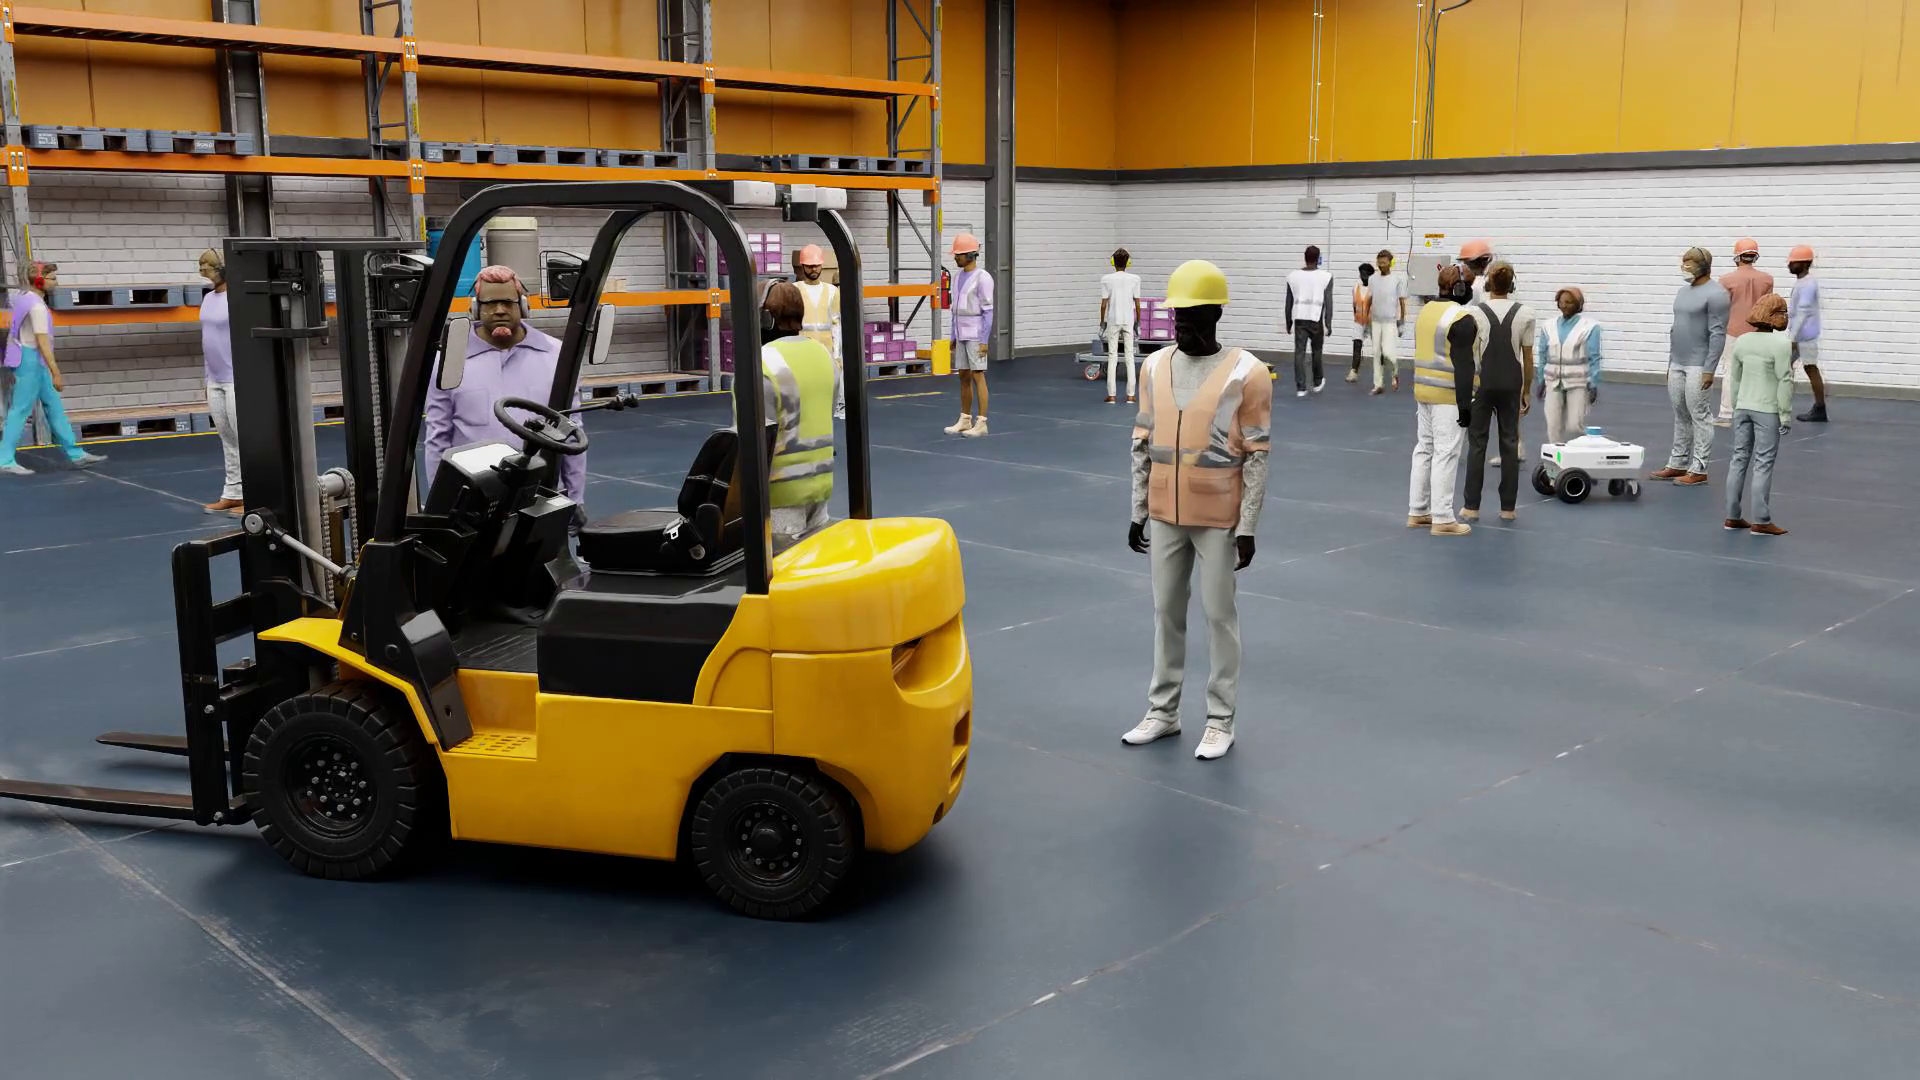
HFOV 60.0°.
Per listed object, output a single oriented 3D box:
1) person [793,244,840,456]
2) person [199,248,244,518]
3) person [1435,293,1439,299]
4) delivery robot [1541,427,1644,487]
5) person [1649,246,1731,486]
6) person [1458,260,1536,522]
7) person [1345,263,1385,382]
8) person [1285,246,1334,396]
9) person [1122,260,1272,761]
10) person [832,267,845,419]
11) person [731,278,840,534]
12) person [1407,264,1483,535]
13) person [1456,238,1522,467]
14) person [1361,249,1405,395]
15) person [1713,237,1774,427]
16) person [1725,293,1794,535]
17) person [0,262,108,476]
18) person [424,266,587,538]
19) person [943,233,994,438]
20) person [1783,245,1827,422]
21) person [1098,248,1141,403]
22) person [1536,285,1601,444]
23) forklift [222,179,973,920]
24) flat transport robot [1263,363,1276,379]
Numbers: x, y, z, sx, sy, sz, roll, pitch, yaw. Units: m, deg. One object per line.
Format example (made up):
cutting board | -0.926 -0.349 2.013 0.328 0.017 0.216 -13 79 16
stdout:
person | -1.348 -1.724 15.228 0.544 1.939 0.354 -4 11 -21
person | -5.247 -1.125 11.974 0.627 1.933 0.371 8 13 37
person | 6.181 -2.585 20.911 0.864 1.598 0.499 -9 14 -40
delivery robot | 4.846 -0.624 12.743 0.707 0.478 0.477 -1 10 -4
person | 5.945 -1.405 13.500 0.373 1.935 0.628 -2 11 -9
person | 3.776 -1.041 11.754 0.507 1.846 0.345 2 11 9
person | 5.708 -3.023 23.130 0.540 1.648 0.891 9 14 41
person | 4.471 -2.799 21.246 0.623 1.871 0.958 4 11 22
person | 0.912 -0.114 6.477 0.587 1.927 0.363 8 13 37
person | -1.261 -2.212 18.443 0.307 1.736 0.484 -4 11 -20
person | -0.758 -0.180 7.070 0.430 1.845 0.623 5 12 27
person | 3.316 -0.953 11.329 0.430 1.835 0.621 -2 11 -12
person | 4.586 -1.640 14.625 0.623 2.002 1.019 -6 12 -30
person | 5.386 -2.763 21.144 0.506 1.848 0.447 9 14 40
person | 8.266 -2.190 17.609 0.608 1.996 0.380 -1 10 -3
person | 5.442 -0.852 11.303 0.284 1.633 0.497 -4 11 -19
person | -7.754 -1.446 14.079 0.943 1.789 0.575 -7 12 -32
person | -1.865 -0.172 6.878 0.643 1.902 0.401 -4 11 -21
person | 0.081 -2.047 16.717 0.394 2.037 0.605 -7 12 -33
person | 9.066 -2.237 18.097 0.906 1.904 0.582 4 11 18
person | 1.931 -2.584 20.100 0.518 1.873 0.328 0 10 0
person | 4.956 -1.248 13.479 0.476 1.623 0.527 -9 14 -41
forklift | -1.114 -0.058 5.440 2.313 2.155 1.214 2 11 13
flat transport robot | 3.976 -2.451 23.736 0.652 0.197 1.431 -1 11 -8
